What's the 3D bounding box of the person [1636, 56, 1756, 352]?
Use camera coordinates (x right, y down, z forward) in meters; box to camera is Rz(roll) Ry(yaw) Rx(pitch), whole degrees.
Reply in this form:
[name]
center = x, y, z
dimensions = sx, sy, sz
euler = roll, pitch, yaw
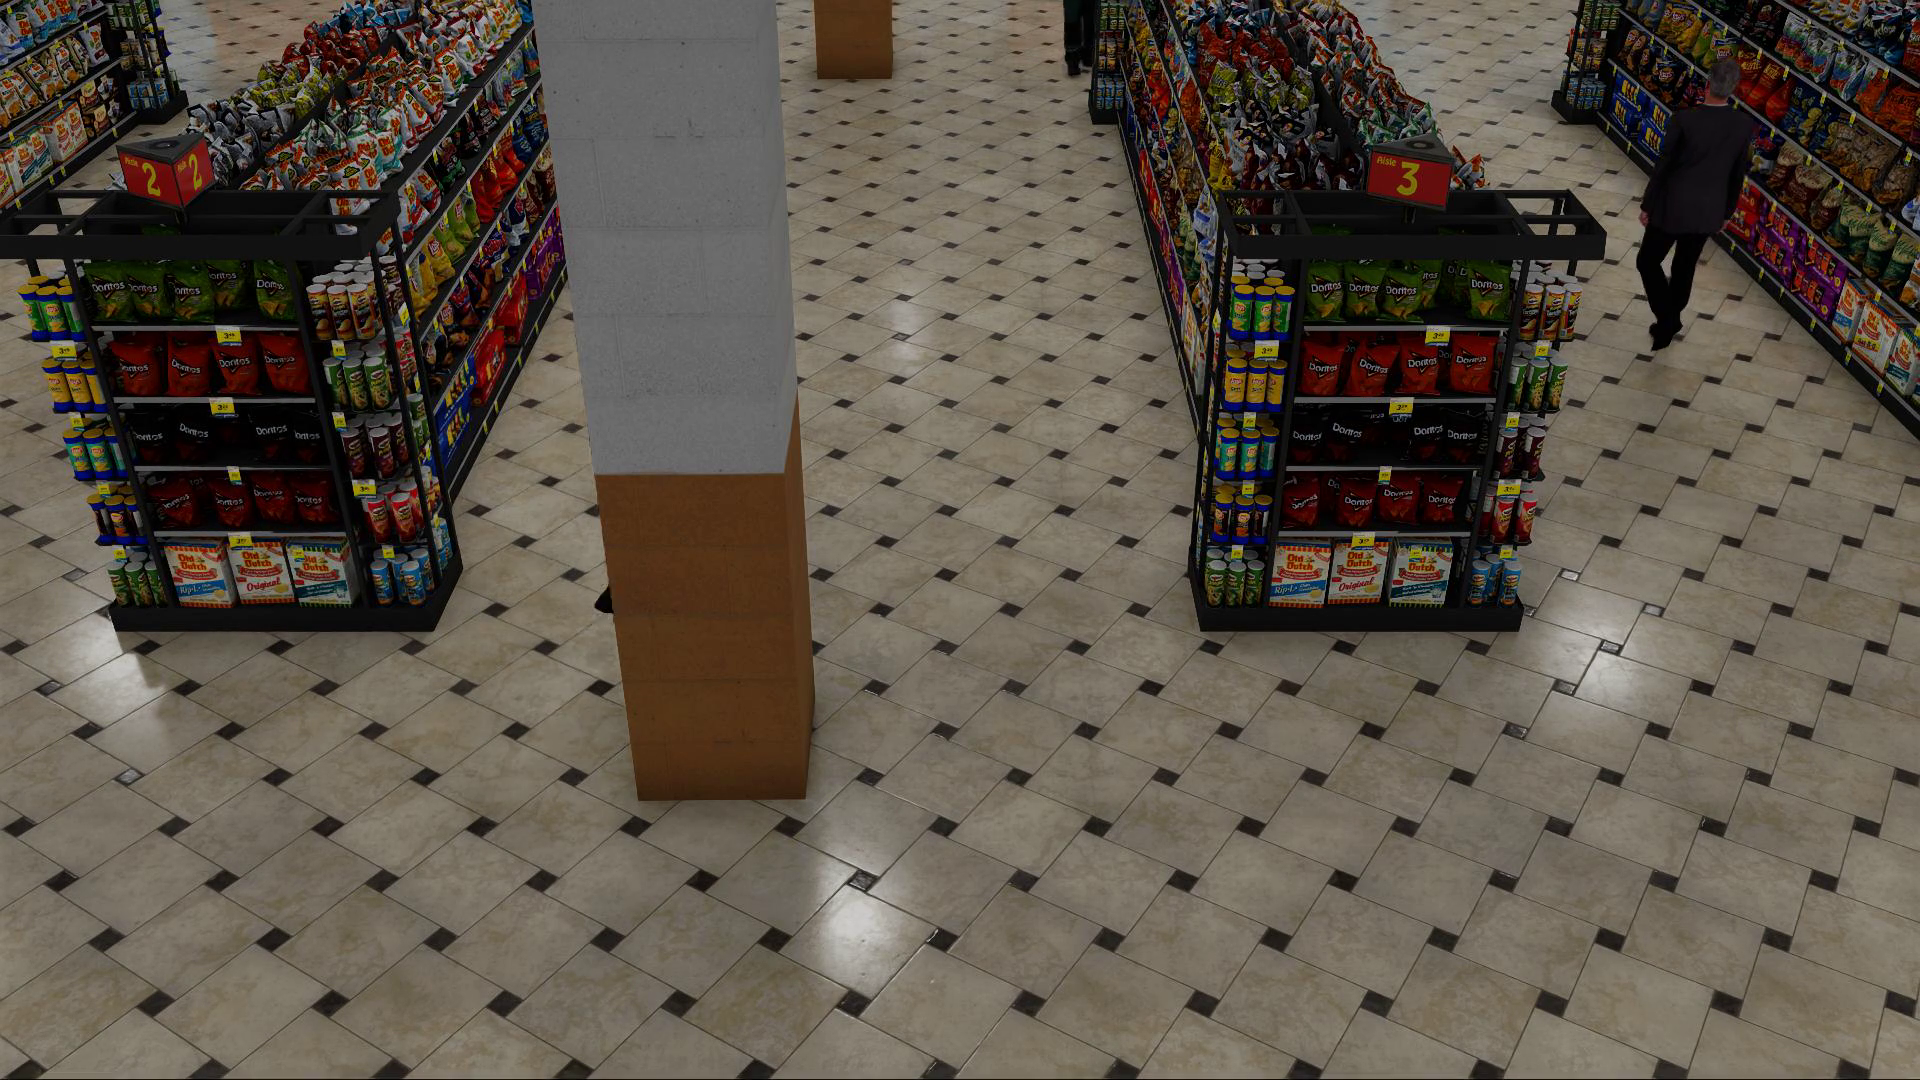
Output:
[person]
center = 4.421, -1.974, 10.069
dimensions = 0.729, 1.825, 0.876
euler = 1, 32, 1
